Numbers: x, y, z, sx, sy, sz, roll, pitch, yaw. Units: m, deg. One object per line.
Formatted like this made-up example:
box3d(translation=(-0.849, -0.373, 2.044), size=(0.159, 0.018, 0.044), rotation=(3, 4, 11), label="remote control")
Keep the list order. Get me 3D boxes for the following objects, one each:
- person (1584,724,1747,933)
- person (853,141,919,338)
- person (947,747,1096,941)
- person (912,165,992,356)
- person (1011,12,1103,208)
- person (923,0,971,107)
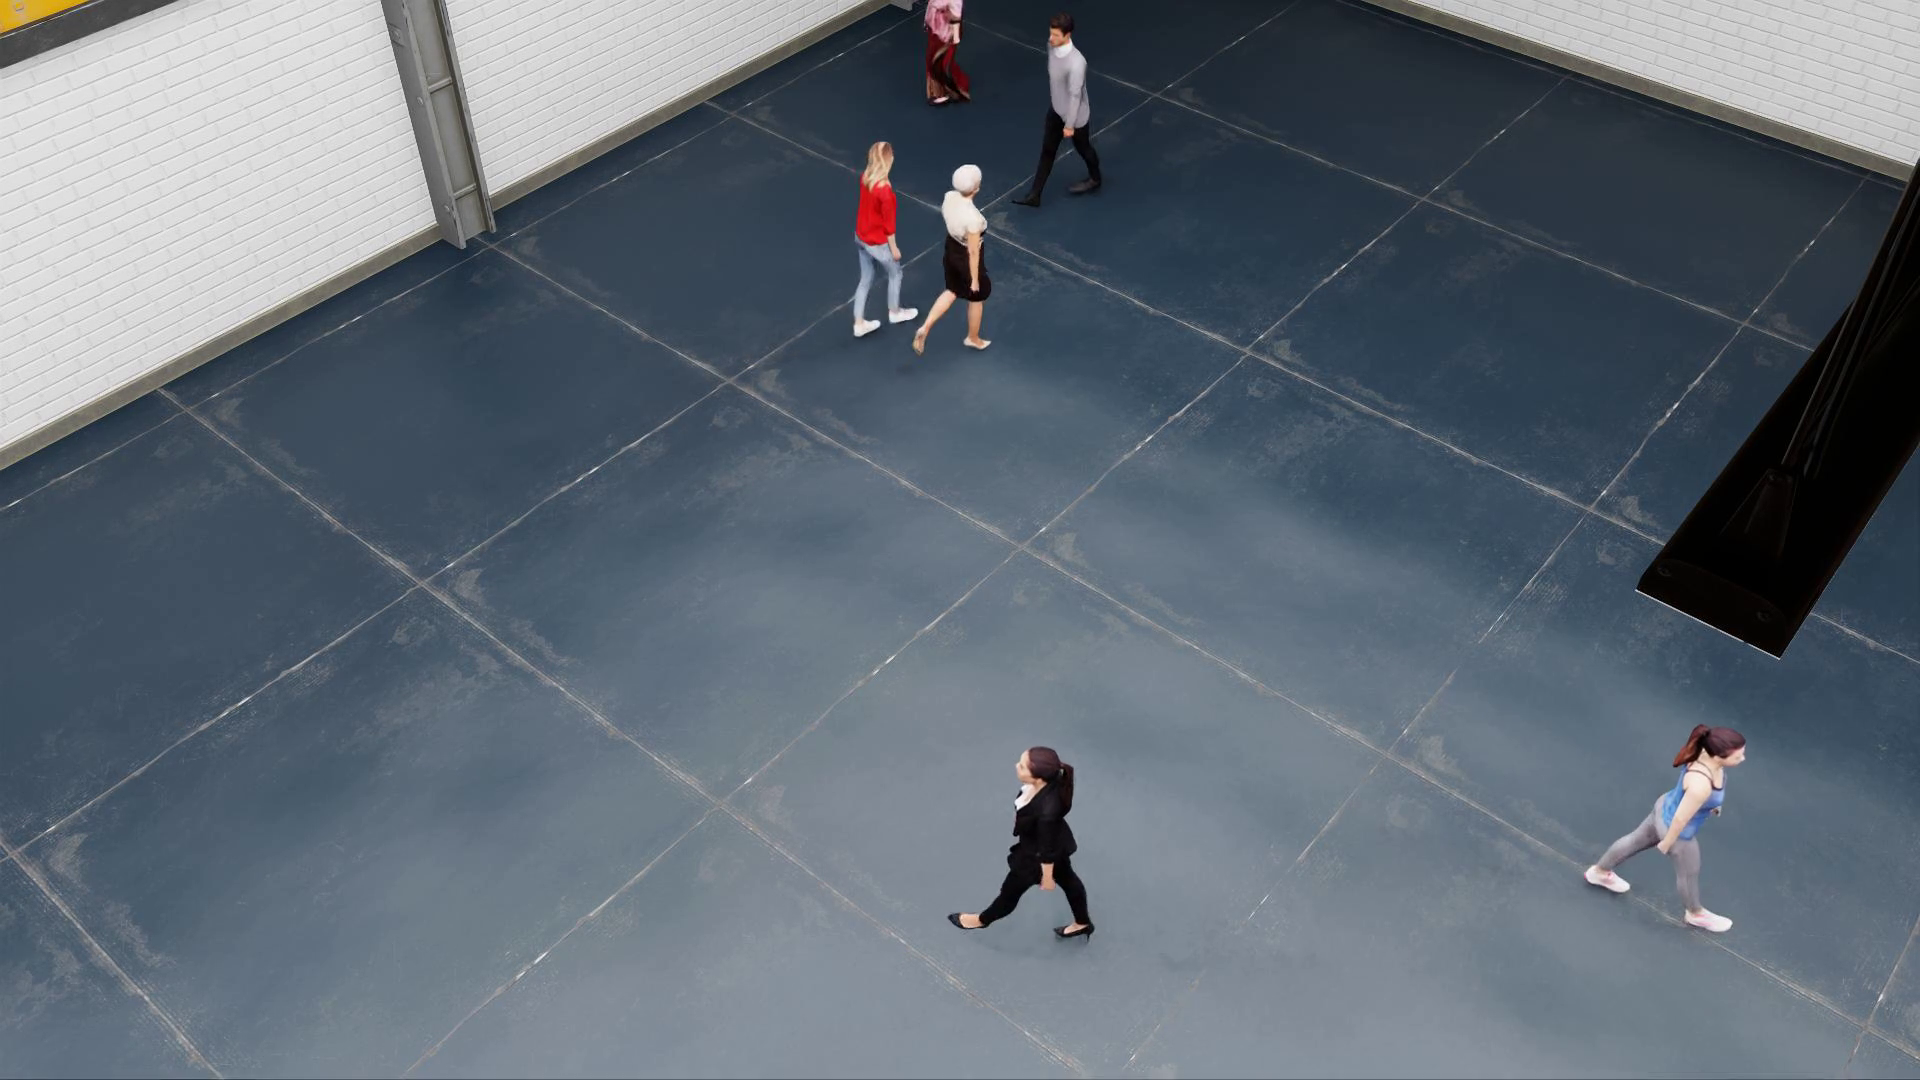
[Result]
box3d(translation=(3.919, 1.542, 9.246), size=(0.839, 1.567, 1.044), rotation=(17, 46, 17), label="person")
box3d(translation=(-0.742, -2.334, 13.236), size=(0.902, 1.676, 0.775), rotation=(-22, 48, -22), label="person")
box3d(translation=(0.538, 1.705, 9.039), size=(1.013, 1.617, 1.094), rotation=(7, 44, 7), label="person")
box3d(translation=(-0.052, -2.119, 12.967), size=(1.018, 1.734, 0.771), rotation=(-25, 49, -24), label="person")
box3d(translation=(1.030, -3.788, 14.642), size=(1.334, 1.841, 0.986), rotation=(-21, 47, -20), label="person")
box3d(translation=(-0.094, -4.943, 16.011), size=(0.819, 1.625, 0.772), rotation=(-19, 47, -19), label="person")
